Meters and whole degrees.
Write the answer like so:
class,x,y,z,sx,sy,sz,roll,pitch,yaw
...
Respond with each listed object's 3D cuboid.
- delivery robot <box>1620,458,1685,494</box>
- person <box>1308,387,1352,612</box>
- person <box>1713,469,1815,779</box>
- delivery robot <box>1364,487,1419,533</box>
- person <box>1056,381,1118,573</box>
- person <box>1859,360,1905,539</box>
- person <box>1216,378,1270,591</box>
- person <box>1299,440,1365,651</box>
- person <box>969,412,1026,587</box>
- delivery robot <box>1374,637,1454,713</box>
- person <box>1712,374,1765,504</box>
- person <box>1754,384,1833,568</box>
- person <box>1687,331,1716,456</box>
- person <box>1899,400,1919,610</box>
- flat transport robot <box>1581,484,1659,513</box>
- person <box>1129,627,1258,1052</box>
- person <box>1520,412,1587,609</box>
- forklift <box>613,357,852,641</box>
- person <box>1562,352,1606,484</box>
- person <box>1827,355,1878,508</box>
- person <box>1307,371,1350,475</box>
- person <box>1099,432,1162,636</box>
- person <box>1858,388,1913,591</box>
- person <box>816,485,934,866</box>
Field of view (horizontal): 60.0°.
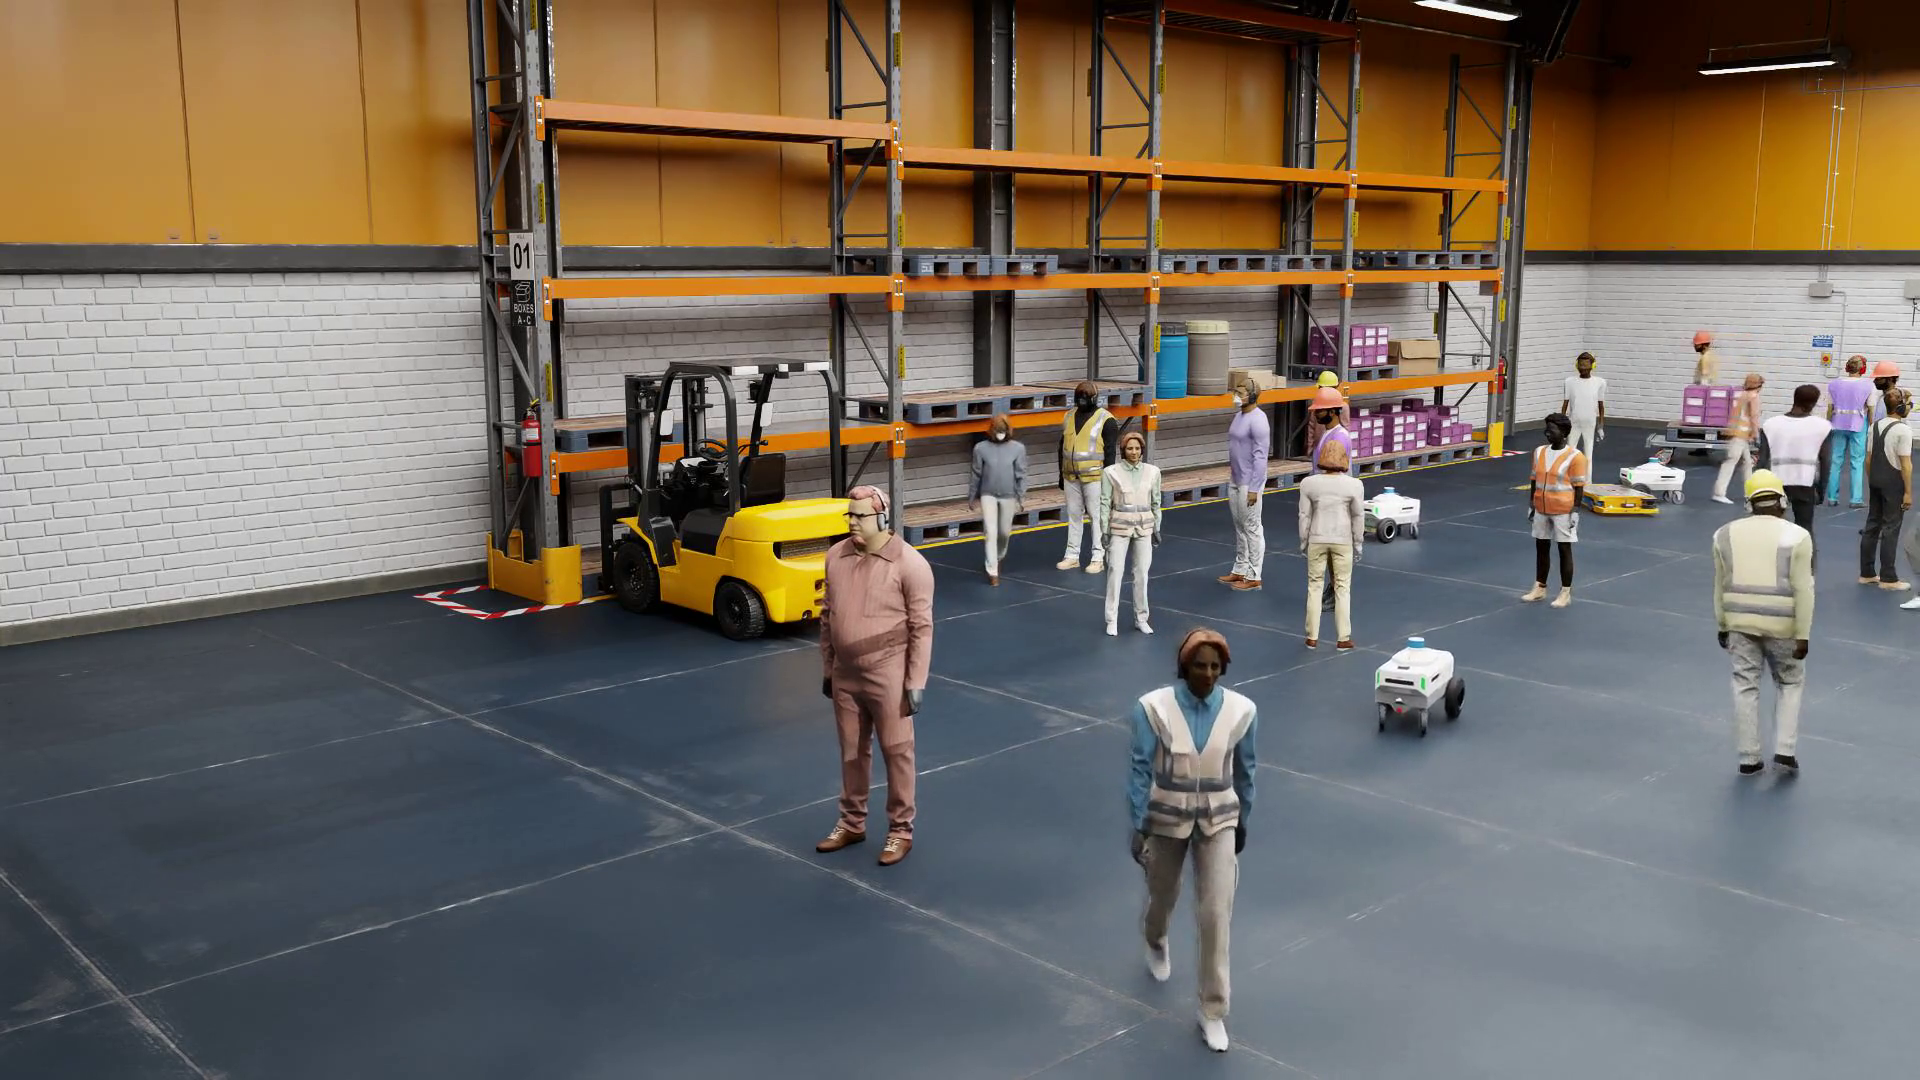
class,x,y,z,sx,sy,sz,roll,pitch,yaw
delivery robot,8.513,-0.767,20.442,0.707,0.478,0.477,0,10,0
person,3.154,-0.345,14.248,0.389,1.930,0.539,0,10,-1
person,4.690,0.492,9.744,0.605,1.791,0.504,9,13,43
delivery robot,4.593,-0.323,17.843,0.707,0.478,0.477,-6,11,-33
person,1.199,-0.606,16.009,0.627,1.845,0.429,7,12,37
person,9.919,-0.964,17.880,0.404,1.929,0.539,2,10,11
person,2.600,-0.507,15.146,0.372,1.940,0.630,-2,10,-11
person,2.859,0.042,12.824,0.500,1.633,0.281,4,10,20
person,0.347,-0.411,15.568,0.513,1.602,0.750,-1,10,-6
delivery robot,2.957,0.877,10.814,0.477,0.478,0.707,6,11,31
person,9.658,-1.242,20.510,0.735,1.599,0.563,1,10,8
person,7.618,-0.497,15.267,0.641,1.890,0.586,5,11,25
person,11.208,-2.204,25.157,0.411,1.911,0.604,6,12,32
person,8.322,-0.329,14.209,0.565,1.903,0.607,8,12,39
flat transport robot,7.812,-0.511,20.045,0.652,0.197,1.431,0,10,0
person,0.916,1.112,6.643,0.513,1.605,0.799,0,10,0
person,5.145,-0.259,14.399,0.317,1.695,0.540,-6,11,-32
forklift,-1.847,-0.414,13.852,1.214,2.155,2.313,-9,13,-42
person,7.672,-1.386,20.508,0.523,1.865,0.317,4,10,20
person,10.737,-1.301,20.065,0.389,1.846,0.567,-9,13,-42
person,4.092,-1.000,18.550,0.329,1.764,0.524,-8,13,-40
person,1.366,-0.050,13.343,0.522,1.640,0.306,-2,10,-12
person,8.463,-0.459,15.141,0.345,1.846,0.508,-2,10,-12
person,-0.449,0.671,8.340,0.642,1.909,0.399,6,11,32
